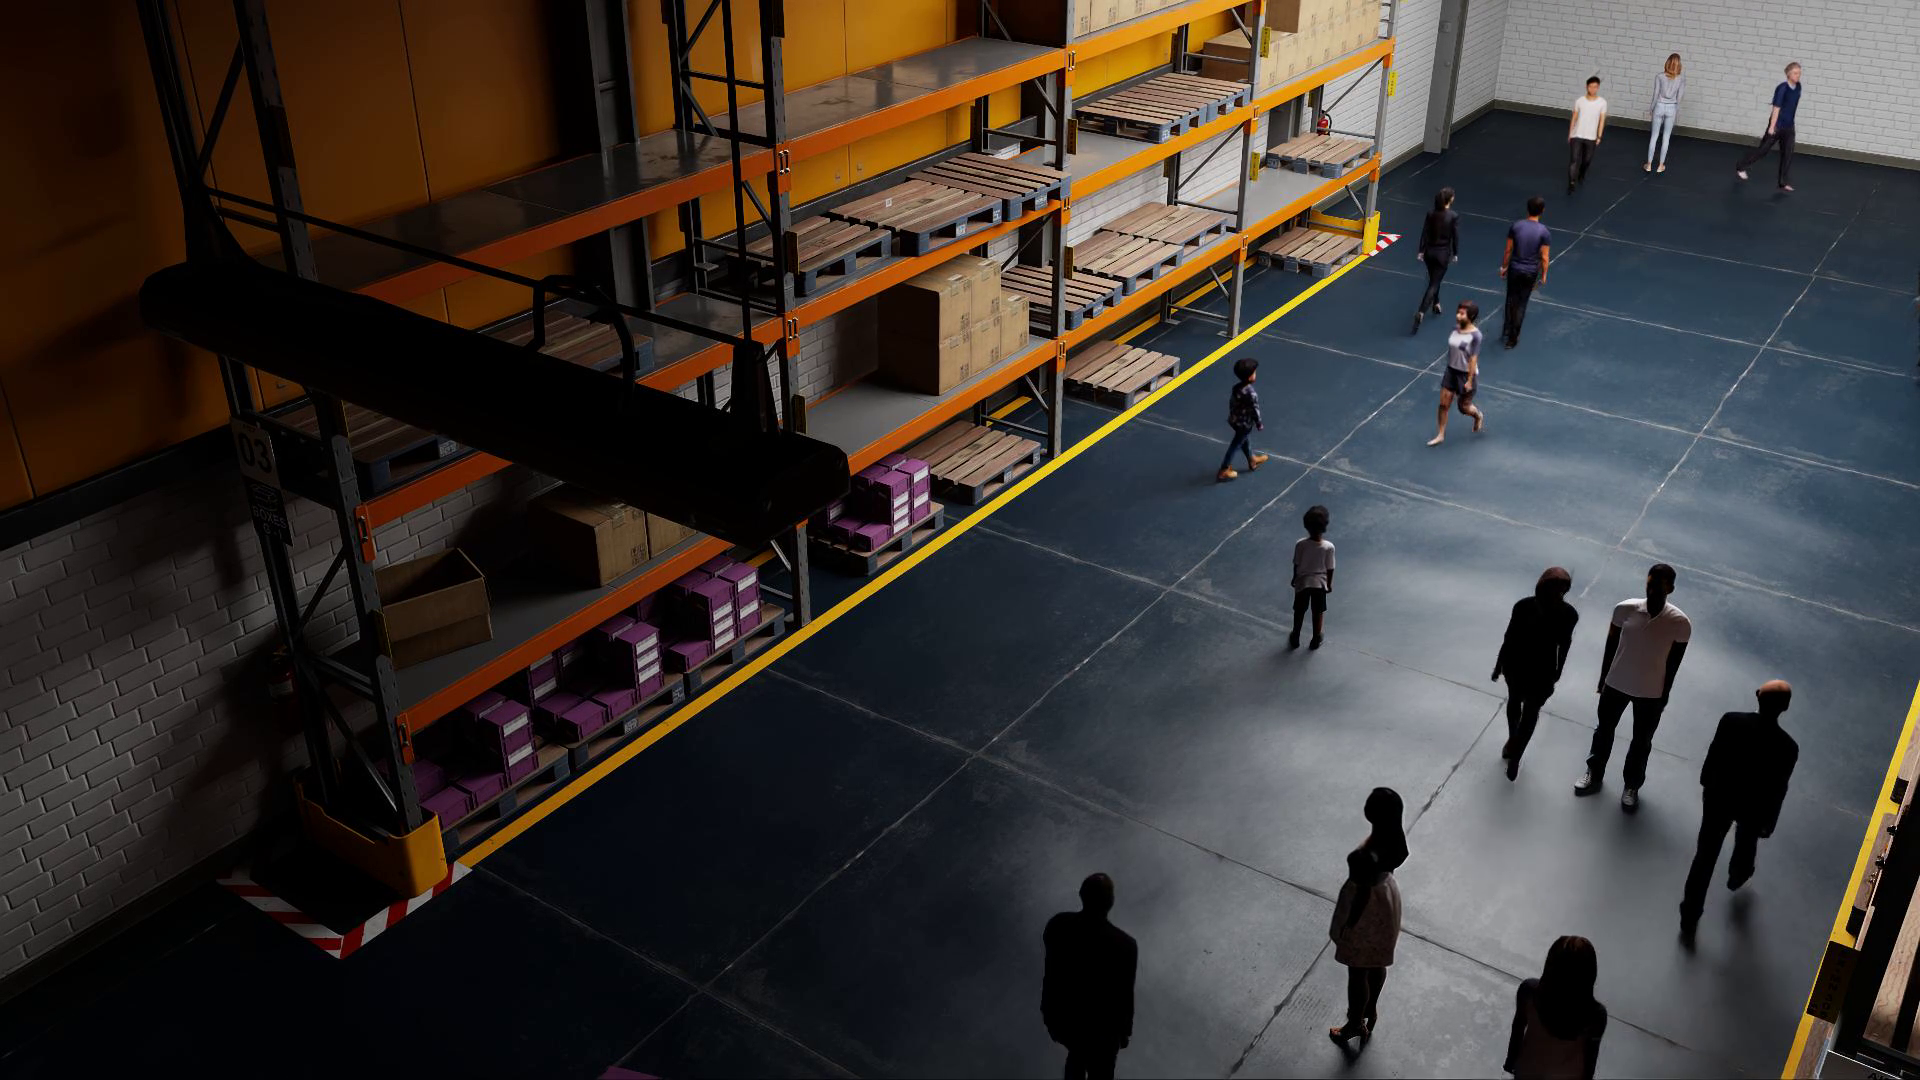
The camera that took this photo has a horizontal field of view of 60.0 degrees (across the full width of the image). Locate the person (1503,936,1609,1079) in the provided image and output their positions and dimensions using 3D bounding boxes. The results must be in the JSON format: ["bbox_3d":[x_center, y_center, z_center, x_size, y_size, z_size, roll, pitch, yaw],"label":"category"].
[{"bbox_3d":[2.994,2.775,8.510,0.597,1.723,0.734,18,33,30],"label":"person"}]

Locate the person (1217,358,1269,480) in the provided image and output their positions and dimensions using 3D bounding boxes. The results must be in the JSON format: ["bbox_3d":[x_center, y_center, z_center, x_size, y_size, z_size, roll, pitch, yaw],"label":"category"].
[{"bbox_3d":[2.710,-1.156,16.242,0.906,1.220,0.757,-11,31,-20],"label":"person"}]

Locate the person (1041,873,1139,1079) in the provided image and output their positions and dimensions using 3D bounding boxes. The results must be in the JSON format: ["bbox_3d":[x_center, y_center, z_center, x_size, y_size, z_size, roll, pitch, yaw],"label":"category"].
[{"bbox_3d":[0.596,2.615,8.752,0.700,1.773,0.975,21,35,33],"label":"person"}]

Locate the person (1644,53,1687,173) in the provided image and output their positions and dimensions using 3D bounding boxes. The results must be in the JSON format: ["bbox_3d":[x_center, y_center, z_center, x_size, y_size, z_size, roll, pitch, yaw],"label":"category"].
[{"bbox_3d":[10.839,-6.578,25.581,0.635,1.796,0.587,11,30,19],"label":"person"}]

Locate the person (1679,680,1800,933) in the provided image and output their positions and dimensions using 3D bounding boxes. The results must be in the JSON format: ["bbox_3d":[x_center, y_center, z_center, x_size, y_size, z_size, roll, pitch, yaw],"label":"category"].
[{"bbox_3d":[4.847,1.694,10.458,0.752,1.756,1.166,22,36,35],"label":"person"}]

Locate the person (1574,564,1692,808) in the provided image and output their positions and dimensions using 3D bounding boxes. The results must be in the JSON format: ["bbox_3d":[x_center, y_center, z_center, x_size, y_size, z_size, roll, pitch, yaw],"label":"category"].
[{"bbox_3d":[4.732,0.990,11.634,0.662,1.866,0.534,19,34,30],"label":"person"}]

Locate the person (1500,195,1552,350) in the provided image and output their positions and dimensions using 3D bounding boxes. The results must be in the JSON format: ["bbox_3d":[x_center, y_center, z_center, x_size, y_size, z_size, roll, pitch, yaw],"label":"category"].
[{"bbox_3d":[6.455,-3.057,19.146,0.689,1.777,0.716,15,32,26],"label":"person"}]

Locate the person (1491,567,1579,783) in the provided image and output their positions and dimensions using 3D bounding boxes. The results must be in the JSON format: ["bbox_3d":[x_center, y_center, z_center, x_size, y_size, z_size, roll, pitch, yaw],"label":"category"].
[{"bbox_3d":[4.139,0.882,12.022,0.694,1.683,0.779,15,32,26],"label":"person"}]

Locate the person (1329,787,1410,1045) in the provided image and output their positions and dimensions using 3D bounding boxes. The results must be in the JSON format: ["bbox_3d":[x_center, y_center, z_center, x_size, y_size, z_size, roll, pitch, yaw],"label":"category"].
[{"bbox_3d":[2.350,2.162,9.581,0.736,1.774,0.606,23,36,36],"label":"person"}]

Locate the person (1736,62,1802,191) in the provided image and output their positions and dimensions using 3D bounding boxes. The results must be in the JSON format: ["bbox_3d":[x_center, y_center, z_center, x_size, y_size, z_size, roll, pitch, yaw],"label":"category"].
[{"bbox_3d":[12.150,-6.182,24.821,1.225,1.829,1.085,-14,31,-23],"label":"person"}]

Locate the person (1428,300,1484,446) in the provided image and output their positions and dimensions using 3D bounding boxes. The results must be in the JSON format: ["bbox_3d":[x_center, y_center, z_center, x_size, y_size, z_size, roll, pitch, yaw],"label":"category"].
[{"bbox_3d":[5.138,-1.698,16.896,0.941,1.546,0.759,-17,33,-28],"label":"person"}]

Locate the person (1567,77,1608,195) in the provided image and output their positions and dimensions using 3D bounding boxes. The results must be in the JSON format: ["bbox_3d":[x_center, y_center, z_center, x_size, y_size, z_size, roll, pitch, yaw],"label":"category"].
[{"bbox_3d":[9.261,-6.020,24.652,0.763,1.705,0.966,11,30,19],"label":"person"}]

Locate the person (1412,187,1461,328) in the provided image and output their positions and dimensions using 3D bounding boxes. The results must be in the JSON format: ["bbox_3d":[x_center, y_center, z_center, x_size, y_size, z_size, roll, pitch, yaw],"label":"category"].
[{"bbox_3d":[5.634,-3.312,19.719,0.669,1.675,1.090,23,36,36],"label":"person"}]

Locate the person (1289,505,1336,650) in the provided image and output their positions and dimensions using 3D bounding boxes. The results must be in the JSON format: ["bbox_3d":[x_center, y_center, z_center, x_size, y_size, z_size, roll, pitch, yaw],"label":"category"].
[{"bbox_3d":[2.859,0.310,13.516,0.553,1.258,0.570,7,29,13],"label":"person"}]
